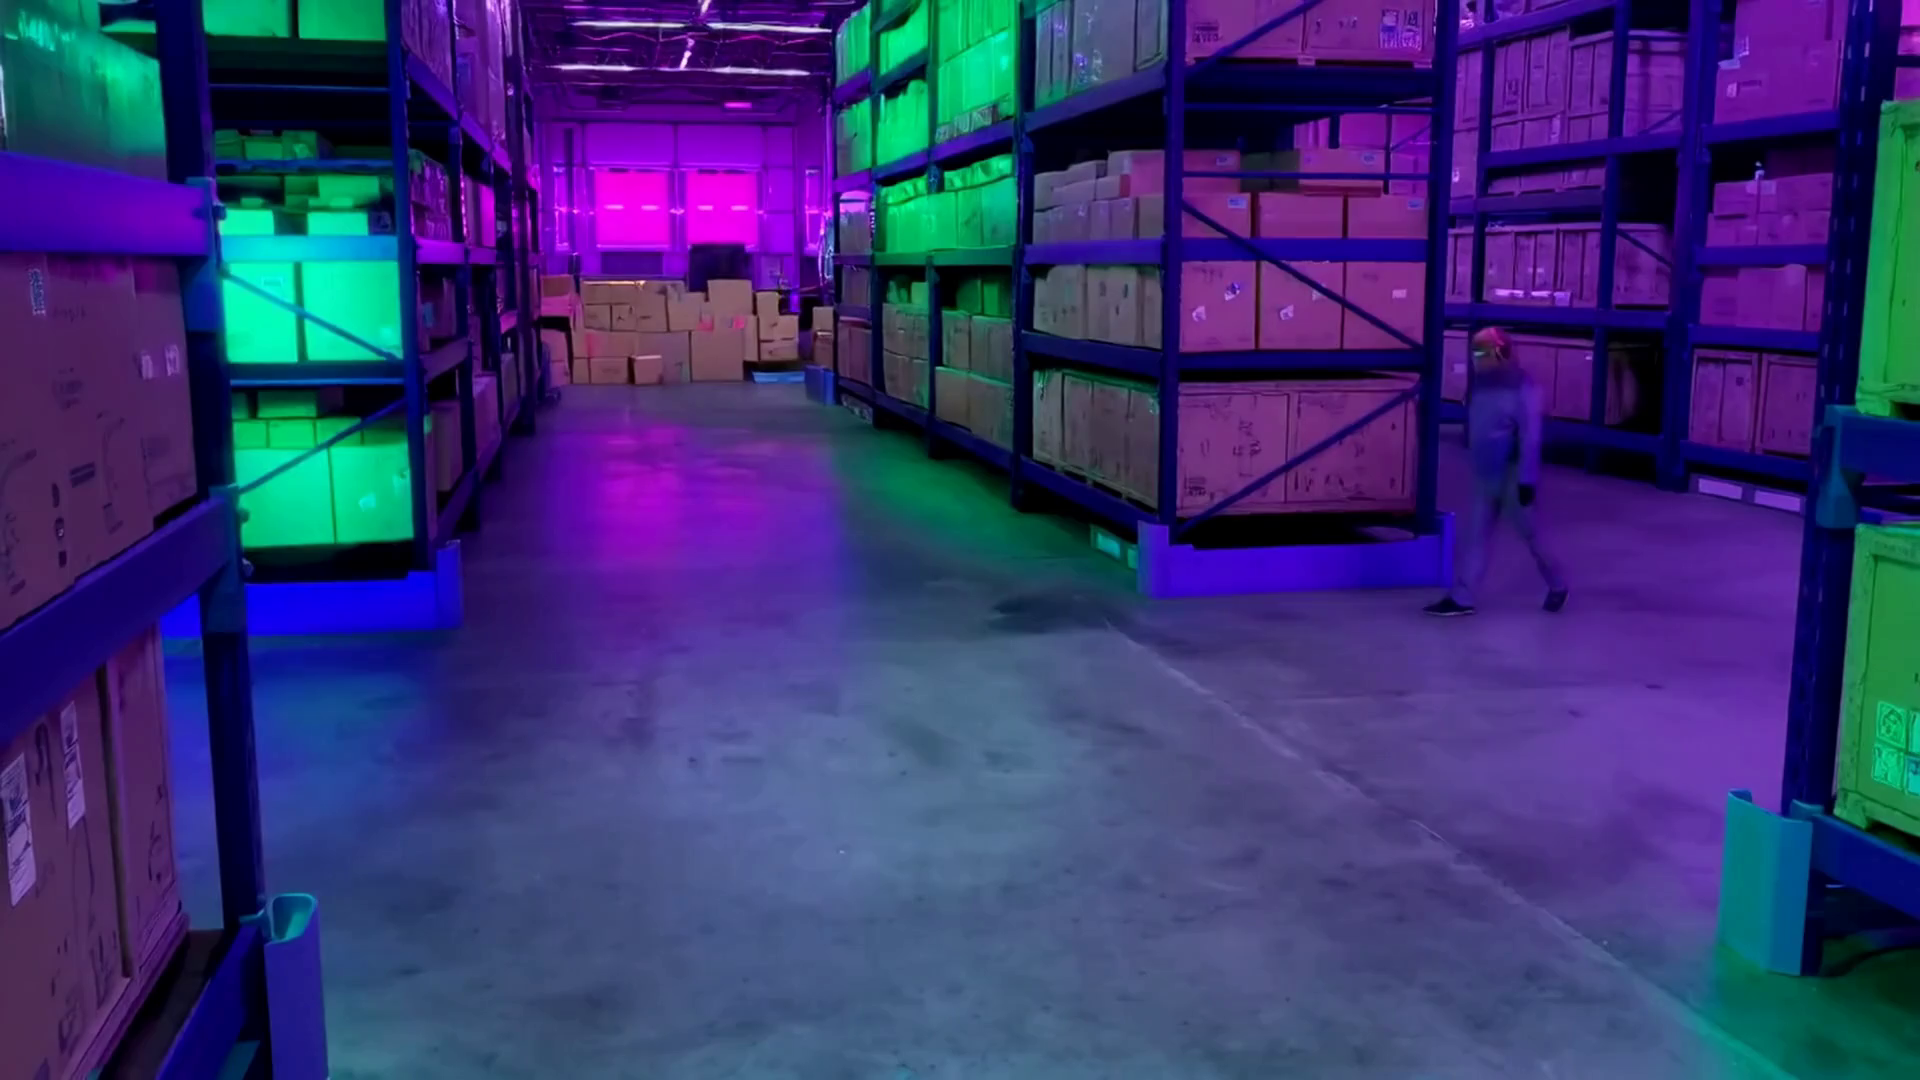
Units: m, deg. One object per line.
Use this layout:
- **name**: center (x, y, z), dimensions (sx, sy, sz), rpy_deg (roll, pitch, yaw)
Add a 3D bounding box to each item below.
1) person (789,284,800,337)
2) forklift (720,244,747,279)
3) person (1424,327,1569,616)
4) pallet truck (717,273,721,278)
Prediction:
- **person**: center (-5.206, -7.238, 52.556), dimensions (0.412, 1.683, 0.560), rpy_deg (-1, 9, -9)
- **forklift**: center (-6.140, -6.632, 45.249), dimensions (1.873, 2.768, 1.129), rpy_deg (-7, 12, -37)
- **person**: center (3.515, -0.433, 10.619), dimensions (1.011, 1.849, 0.703), rpy_deg (-4, 10, -23)
- **pallet truck**: center (-8.580, -8.986, 62.280), dimensions (1.885, 1.965, 0.823), rpy_deg (1, 9, 5)
